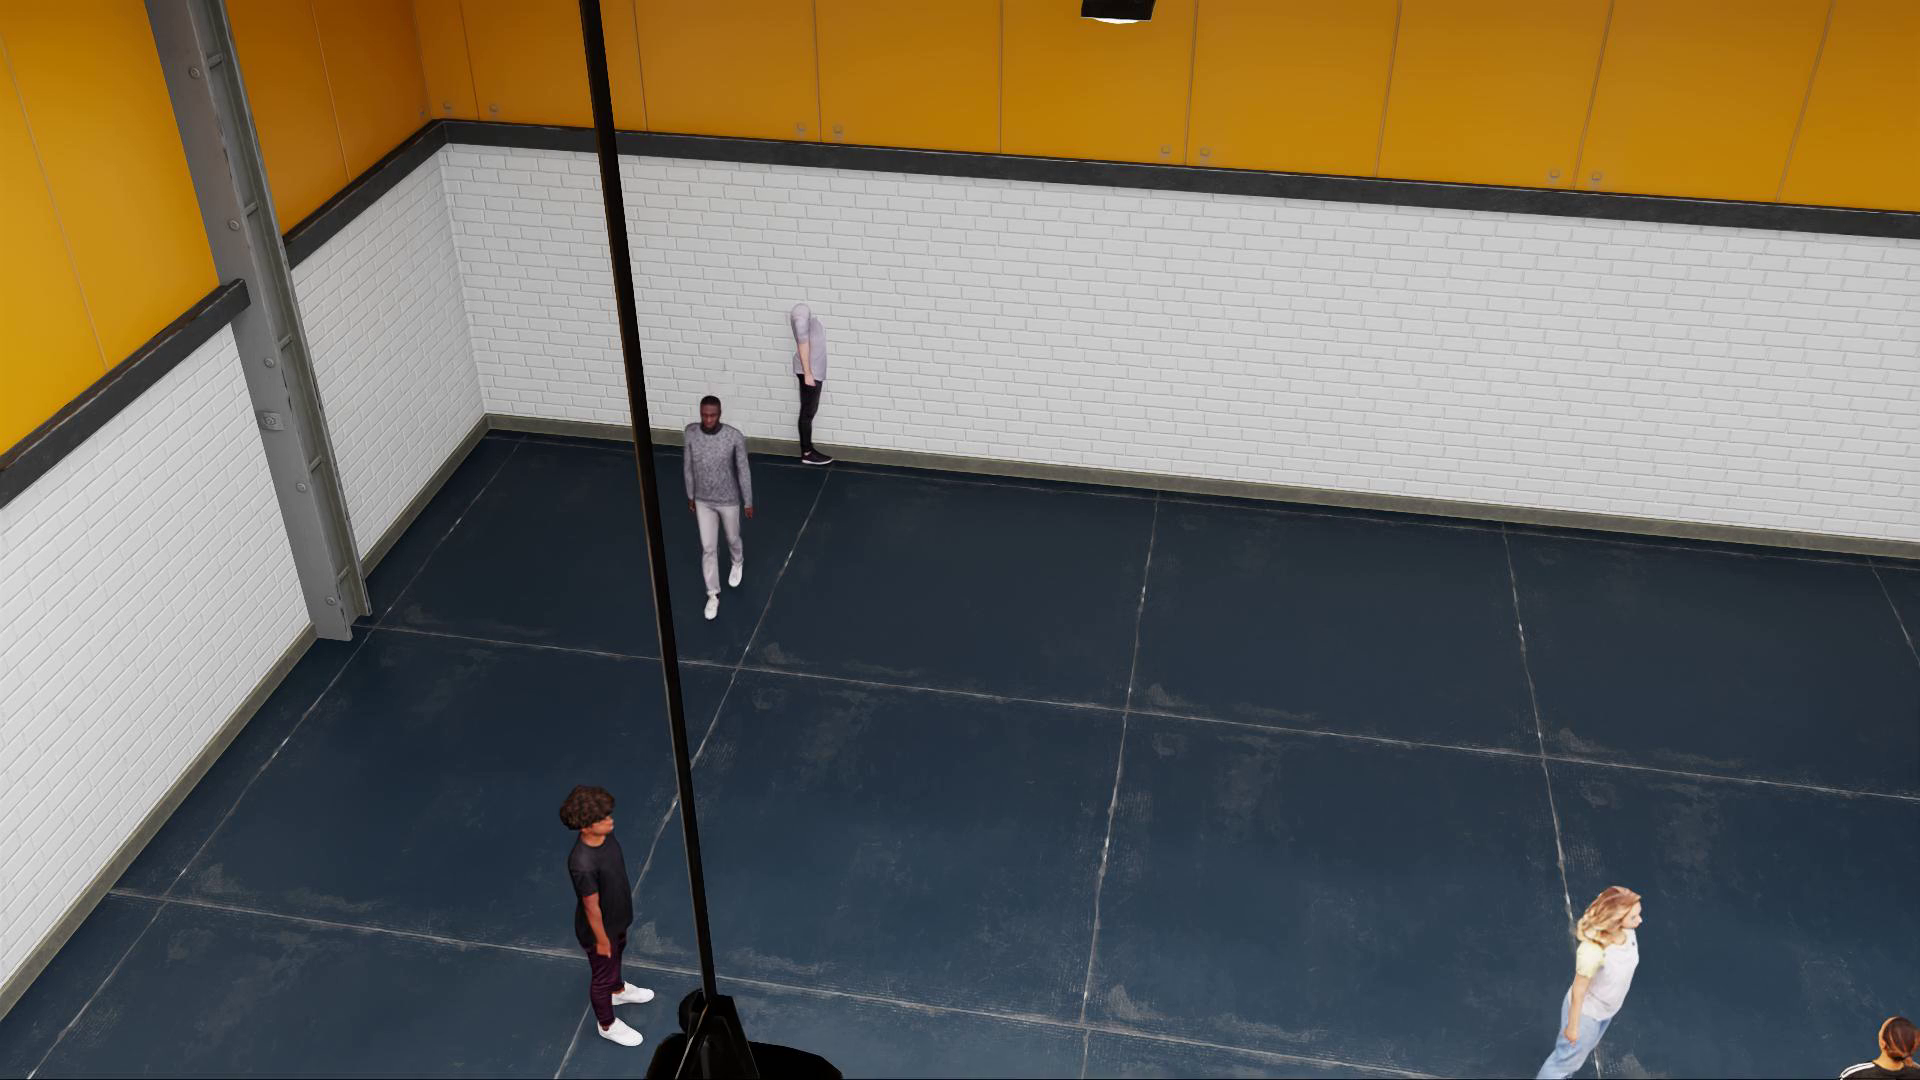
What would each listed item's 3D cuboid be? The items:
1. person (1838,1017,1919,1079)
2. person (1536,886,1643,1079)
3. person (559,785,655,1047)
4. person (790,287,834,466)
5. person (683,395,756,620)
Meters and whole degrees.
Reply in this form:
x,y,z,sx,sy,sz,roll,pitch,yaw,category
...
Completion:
x,y,z,sx,sy,sz,roll,pitch,yaw,category
4.479,2.996,8.293,0.620,1.668,0.559,0,34,0,person
3.386,2.503,8.983,0.775,1.723,0.672,27,42,34,person
-2.044,2.112,9.518,0.701,1.784,0.520,3,34,4,person
-1.355,-1.578,15.022,0.747,1.837,0.553,2,34,3,person
-1.889,-0.360,13.208,0.758,1.816,1.025,3,34,4,person
